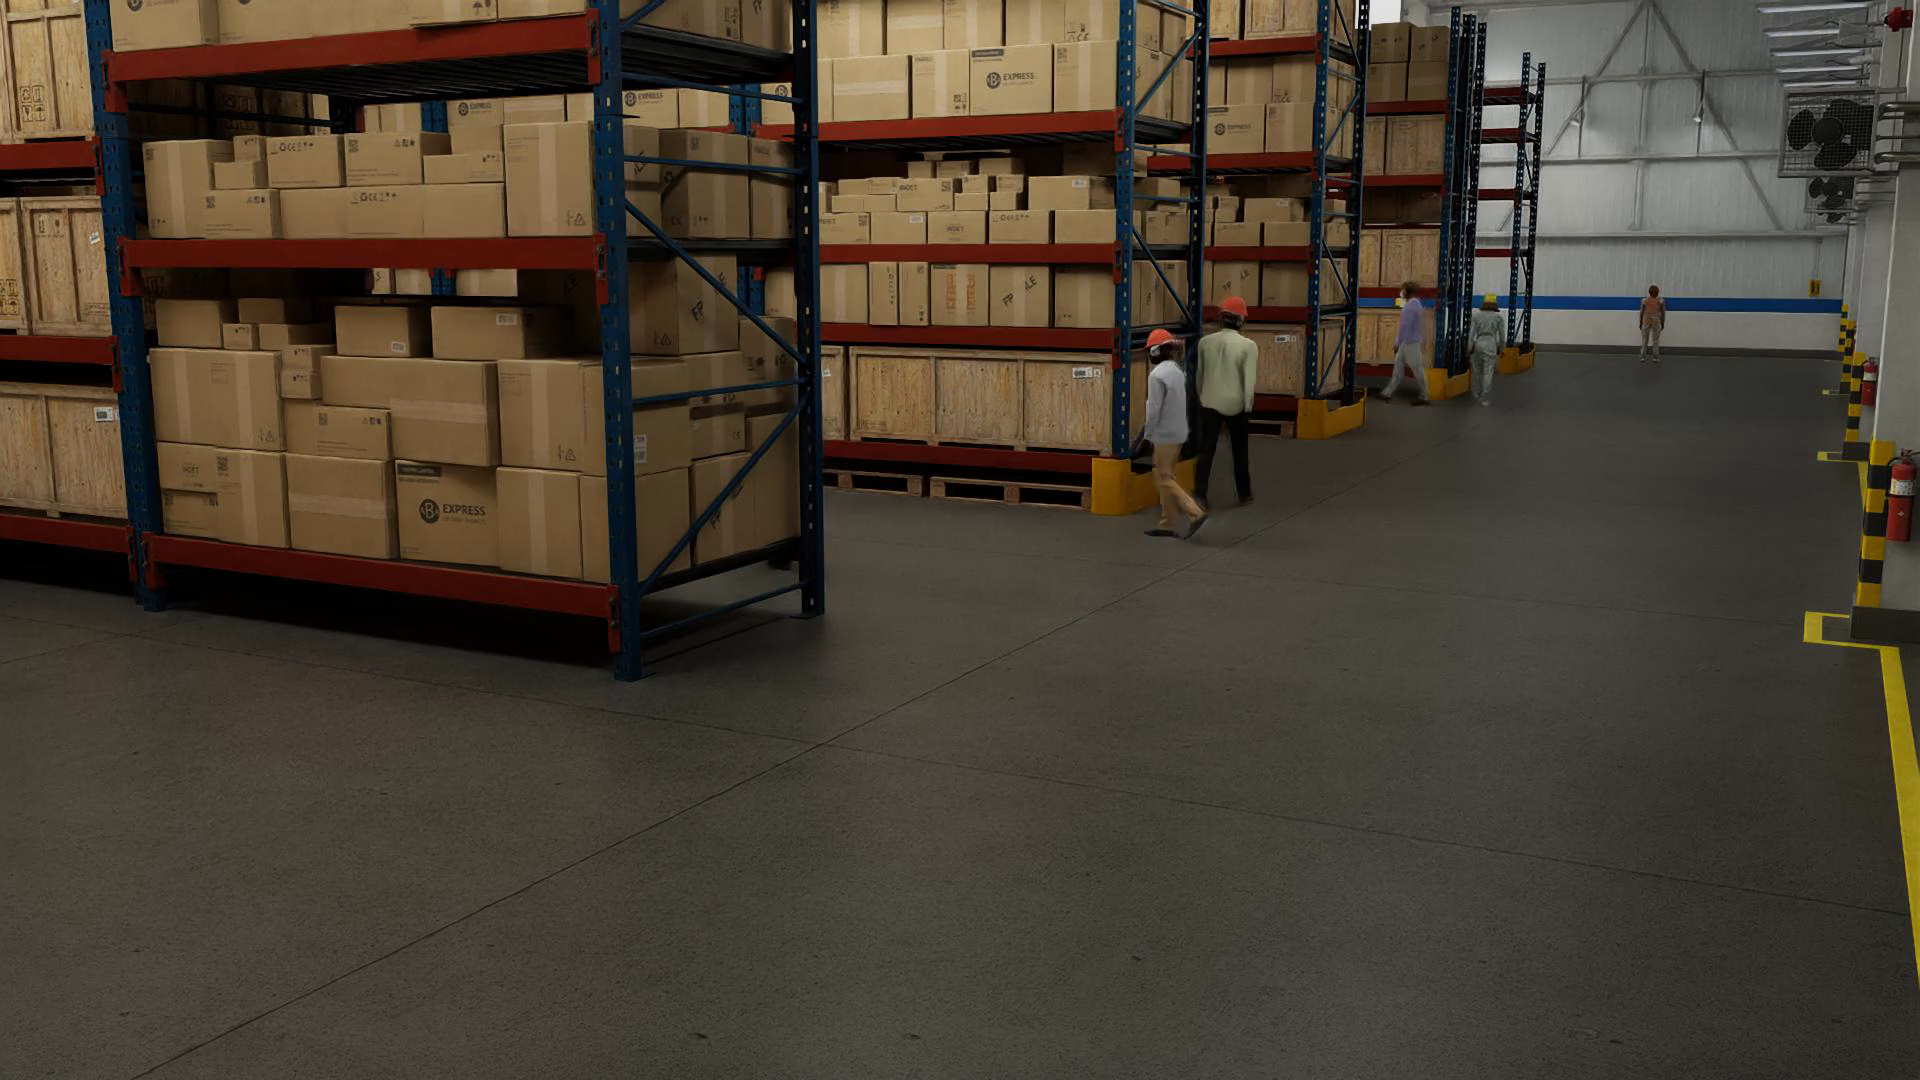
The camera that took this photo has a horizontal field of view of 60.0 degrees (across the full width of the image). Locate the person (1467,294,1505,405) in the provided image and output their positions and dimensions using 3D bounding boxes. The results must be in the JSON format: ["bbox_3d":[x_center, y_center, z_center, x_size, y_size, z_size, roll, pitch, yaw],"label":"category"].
[{"bbox_3d":[8.159,-2.948,25.746,0.518,1.686,0.903,5,11,25],"label":"person"}]

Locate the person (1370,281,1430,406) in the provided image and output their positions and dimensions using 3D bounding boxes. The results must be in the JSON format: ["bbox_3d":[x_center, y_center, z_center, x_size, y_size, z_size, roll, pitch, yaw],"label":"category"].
[{"bbox_3d":[6.768,-2.998,25.433,0.980,1.890,0.647,3,10,18],"label":"person"}]

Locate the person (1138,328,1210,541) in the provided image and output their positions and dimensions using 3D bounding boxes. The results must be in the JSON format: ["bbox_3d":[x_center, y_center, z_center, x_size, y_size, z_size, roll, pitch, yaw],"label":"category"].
[{"bbox_3d":[1.737,-0.848,13.500,0.614,1.722,0.581,4,11,24],"label":"person"}]

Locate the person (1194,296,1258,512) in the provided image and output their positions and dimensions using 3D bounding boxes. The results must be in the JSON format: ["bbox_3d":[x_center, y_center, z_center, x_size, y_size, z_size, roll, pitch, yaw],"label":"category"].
[{"bbox_3d":[2.393,-1.227,15.089,0.614,1.949,1.017,5,11,28],"label":"person"}]

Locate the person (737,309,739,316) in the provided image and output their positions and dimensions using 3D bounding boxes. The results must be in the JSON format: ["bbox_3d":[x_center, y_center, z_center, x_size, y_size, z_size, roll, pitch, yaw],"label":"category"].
[{"bbox_3d":[-2.106,-1.283,15.507,0.930,1.896,0.574,5,11,28],"label":"person"}]

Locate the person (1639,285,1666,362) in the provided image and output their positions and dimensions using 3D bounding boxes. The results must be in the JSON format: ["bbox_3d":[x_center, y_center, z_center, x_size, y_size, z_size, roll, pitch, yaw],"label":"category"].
[{"bbox_3d":[14.773,-4.608,35.513,0.527,1.637,0.317,5,11,28],"label":"person"}]

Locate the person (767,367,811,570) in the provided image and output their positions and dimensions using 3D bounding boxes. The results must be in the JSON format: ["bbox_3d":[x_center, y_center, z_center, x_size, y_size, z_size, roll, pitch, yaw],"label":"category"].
[{"bbox_3d":[-1.457,-0.705,12.464,0.614,1.785,0.902,-6,12,-33],"label":"person"}]
